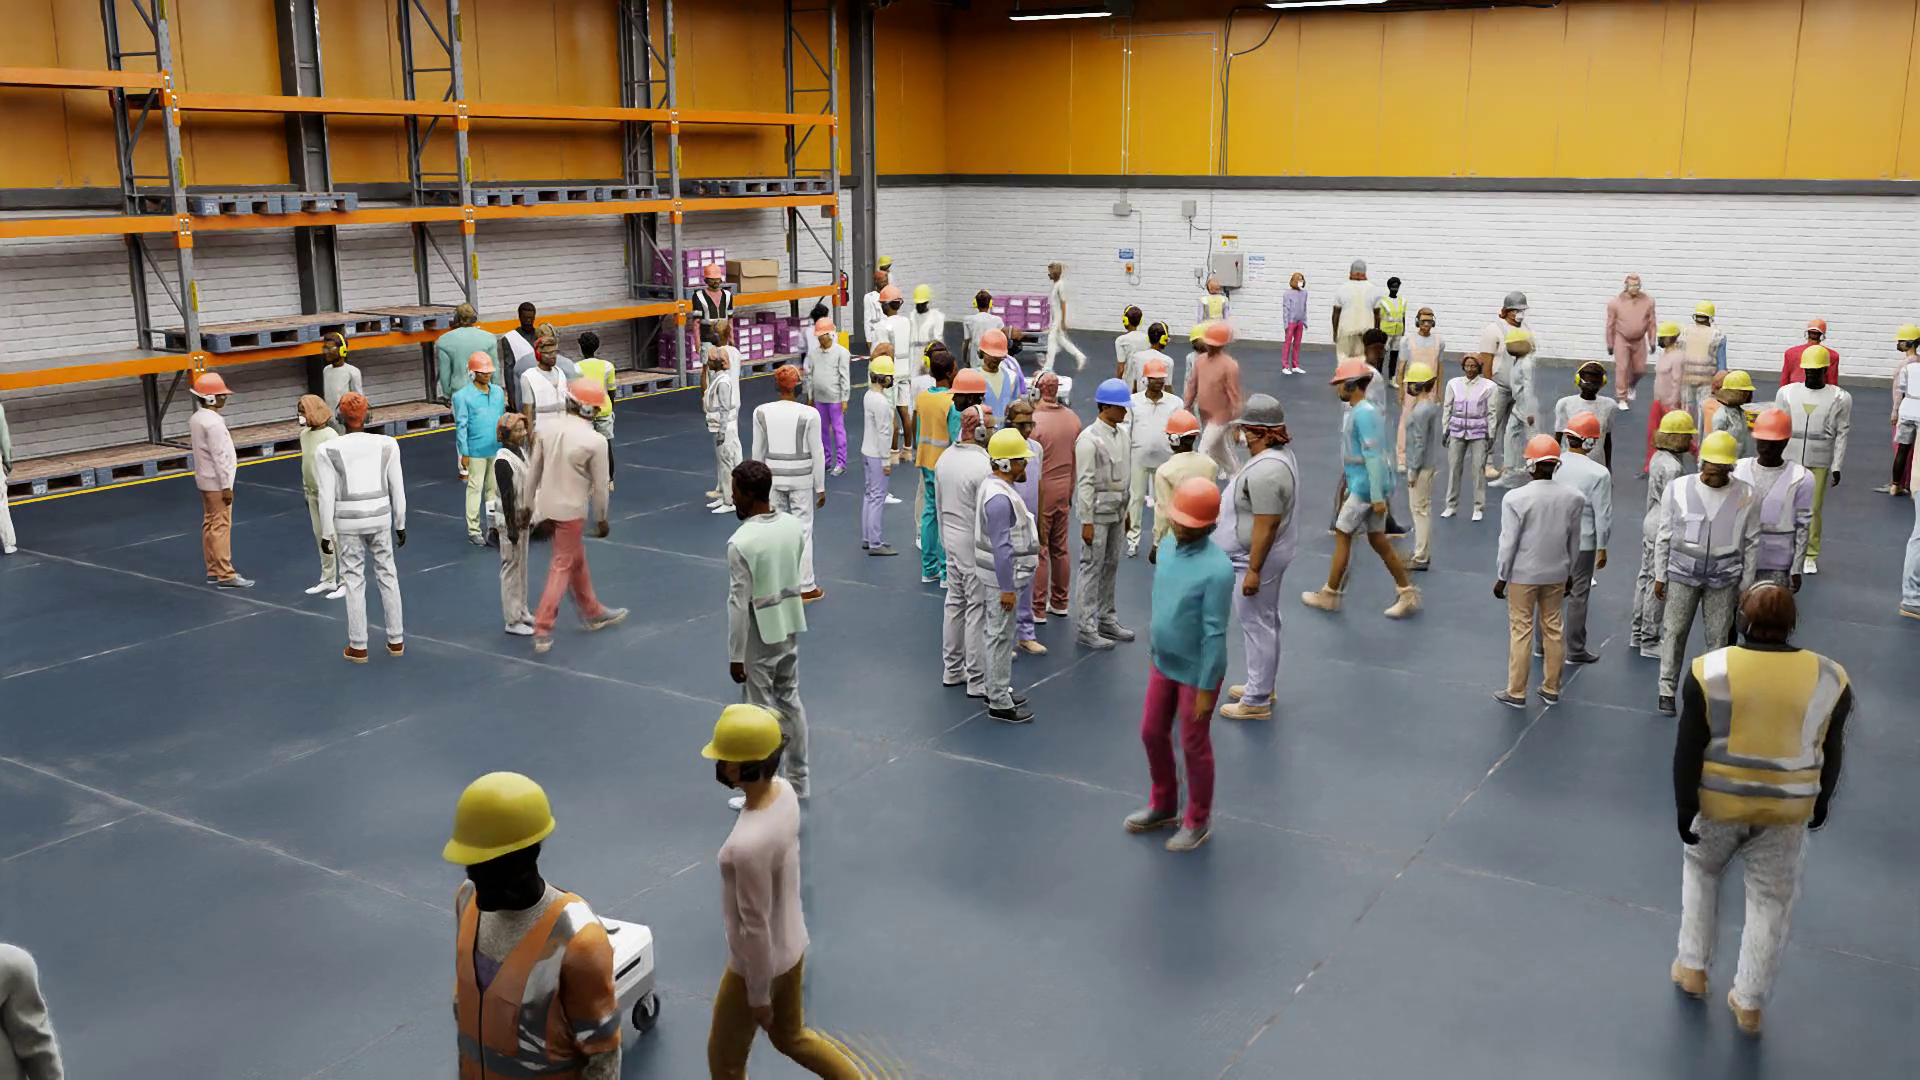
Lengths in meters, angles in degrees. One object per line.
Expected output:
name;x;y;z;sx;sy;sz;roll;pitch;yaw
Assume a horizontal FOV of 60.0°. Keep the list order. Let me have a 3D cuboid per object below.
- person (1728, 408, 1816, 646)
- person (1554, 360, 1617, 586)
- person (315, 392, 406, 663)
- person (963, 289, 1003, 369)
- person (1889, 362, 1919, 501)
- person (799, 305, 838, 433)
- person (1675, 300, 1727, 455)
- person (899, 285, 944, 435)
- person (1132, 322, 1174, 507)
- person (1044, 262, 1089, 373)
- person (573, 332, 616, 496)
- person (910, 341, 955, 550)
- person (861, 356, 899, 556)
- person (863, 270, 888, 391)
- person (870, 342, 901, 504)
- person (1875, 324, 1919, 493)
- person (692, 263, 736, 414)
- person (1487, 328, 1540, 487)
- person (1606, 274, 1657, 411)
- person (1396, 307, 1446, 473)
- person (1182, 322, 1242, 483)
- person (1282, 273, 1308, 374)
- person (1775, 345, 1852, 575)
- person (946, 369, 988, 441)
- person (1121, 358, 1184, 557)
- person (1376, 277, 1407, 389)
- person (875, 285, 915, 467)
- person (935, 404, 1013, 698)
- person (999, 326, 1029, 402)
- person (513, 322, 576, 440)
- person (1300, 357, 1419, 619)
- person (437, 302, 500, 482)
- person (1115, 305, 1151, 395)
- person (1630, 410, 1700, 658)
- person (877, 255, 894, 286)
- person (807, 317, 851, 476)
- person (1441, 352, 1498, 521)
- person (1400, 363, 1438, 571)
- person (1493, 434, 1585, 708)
person;5.039;0.124;10.491;0.547;1.939;0.378;9;16;35
person;5.065;-0.539;13.535;0.523;1.863;0.334;0;13;1
person;-4.134;-0.087;11.527;0.584;1.882;0.339;-9;16;-34
person;0.287;-2.156;20.564;0.510;1.861;0.326;1;13;3
person;9.800;-1.241;16.964;0.319;1.687;0.539;-6;14;-26
person;-1.753;-2.120;20.878;0.559;1.653;0.696;4;13;15
person;8.589;-1.868;19.364;0.601;1.830;0.404;8;15;33
person;-0.505;-2.234;20.853;0.581;1.883;0.838;6;14;26
person;1.940;-1.254;16.661;0.524;1.857;0.346;13;18;43
person;1.655;-3.560;26.762;0.846;1.819;0.506;-2;13;-9
person;-3.808;-1.305;17.220;0.540;1.696;0.316;-10;16;-36
person;-0.206;-0.838;14.818;0.508;1.872;0.329;-10;16;-36
person;-0.695;-0.741;14.645;0.329;1.760;0.527;-4;14;-16
person;-1.118;-2.880;23.640;0.344;1.882;0.584;12;18;43
person;-0.775;-1.189;16.857;0.265;1.631;0.507;-4;14;-17
person;9.818;-1.360;17.326;0.341;1.760;0.525;11;17;41
person;-3.346;-2.751;22.733;0.615;2.042;0.372;-9;16;-34
person;6.053;-1.376;17.515;0.778;1.693;0.536;1;13;4
person;9.306;-2.760;23.138;0.683;1.878;0.629;2;13;8
person;5.092;-1.650;18.392;0.506;1.846;0.350;0;13;-1
person;2.446;-1.172;16.179;1.063;1.915;0.649;-5;14;-21
person;5.421;-3.500;26.883;0.501;1.633;0.279;-8;15;-32
person;7.109;-0.675;13.984;0.591;1.927;0.366;9;16;34
person;0.075;-0.305;12.352;0.360;1.939;0.543;-1;13;-5
person;1.676;-0.719;14.544;0.565;1.755;0.319;0;13;-2
person;6.493;-3.118;25.075;0.541;1.698;0.316;-4;14;-18
person;-0.776;-1.857;18.854;0.393;2.041;0.613;10;16;37
person;0.106;0.066;10.814;0.402;1.906;0.652;-8;15;-30
person;0.468;-1.200;16.474;0.429;1.837;0.624;2;13;8
person;-3.878;-1.084;15.731;0.636;1.938;0.358;3;13;15
person;3.116;-0.389;12.655;0.911;1.985;0.640;5;14;22
person;-5.269;-1.586;17.910;0.631;1.940;0.372;-4;14;-17
person;1.886;-1.651;18.341;0.519;1.873;0.335;-8;15;-33
person;4.948;-0.044;11.650;0.295;1.743;0.493;2;13;8
person;-1.307;-4.202;29.663;0.344;1.758;0.541;-3;13;-11
person;-1.468;-1.587;18.352;0.569;1.740;0.354;9;15;33
person;4.907;-1.000;16.047;0.519;1.632;0.317;8;15;32
person;3.873;-0.620;14.099;0.325;1.767;0.533;5;14;22
person;3.655;0.195;10.587;0.564;1.751;0.342;-3;13;-11
